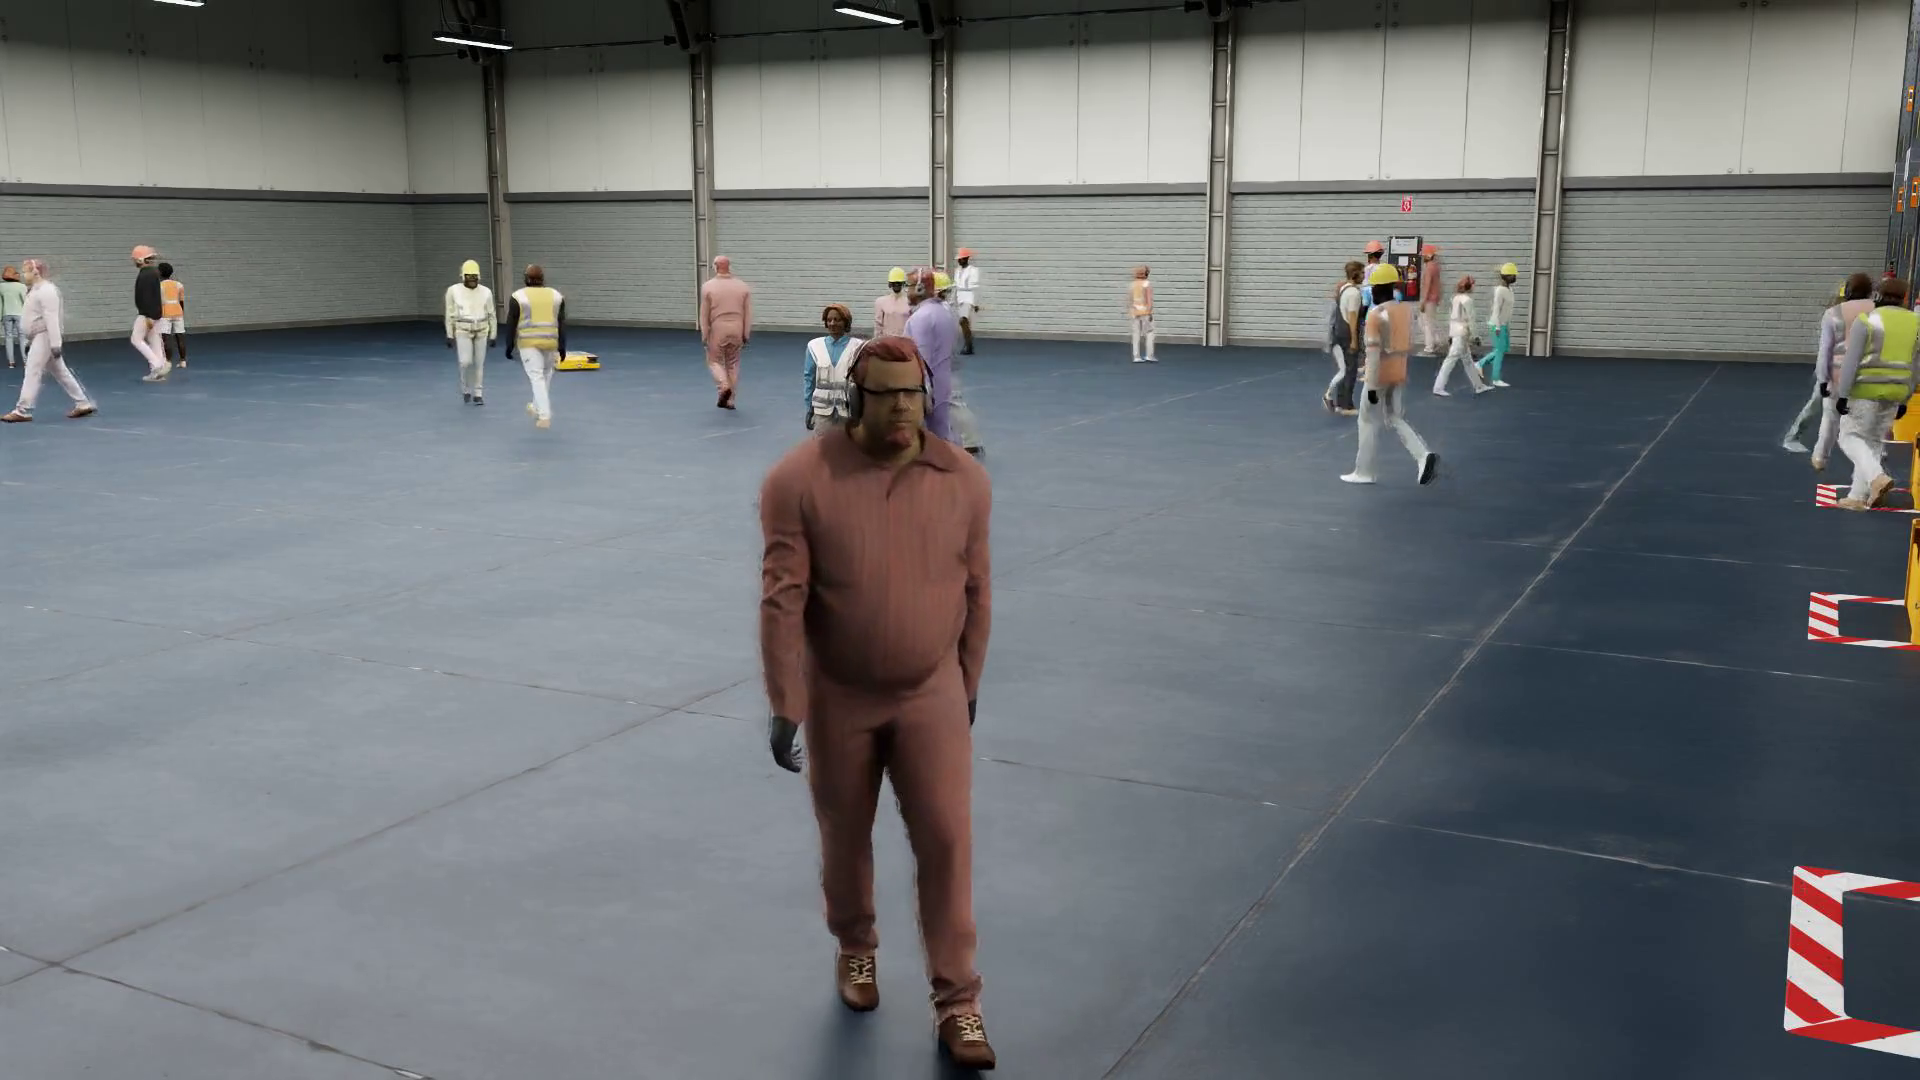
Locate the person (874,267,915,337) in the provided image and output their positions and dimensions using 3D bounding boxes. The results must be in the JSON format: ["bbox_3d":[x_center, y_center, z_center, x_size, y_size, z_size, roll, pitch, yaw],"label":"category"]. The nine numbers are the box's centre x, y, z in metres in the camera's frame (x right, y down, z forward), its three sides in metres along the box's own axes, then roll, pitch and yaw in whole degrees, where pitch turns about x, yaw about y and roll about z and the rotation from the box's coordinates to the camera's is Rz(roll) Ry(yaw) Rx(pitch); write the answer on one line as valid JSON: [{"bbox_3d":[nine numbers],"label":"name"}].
[{"bbox_3d":[-0.723,-2.235,19.076,0.531,1.766,0.327,1,10,5],"label":"person"}]

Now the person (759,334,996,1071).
[{"bbox_3d":[-0.187,0.420,4.319,0.651,1.871,0.916,-2,11,-12],"label":"person"}]

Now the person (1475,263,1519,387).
[{"bbox_3d":[7.604,-3.045,23.543,0.559,1.754,0.532,8,13,37],"label":"person"}]

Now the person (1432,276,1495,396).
[{"bbox_3d":[6.693,-2.693,22.038,0.888,1.583,0.529,0,10,-2],"label":"person"}]

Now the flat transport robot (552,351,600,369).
[{"bbox_3d":[-6.301,-2.906,26.809,0.652,0.197,1.431,-5,11,-25],"label":"flat transport robot"}]

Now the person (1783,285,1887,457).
[{"bbox_3d":[8.509,-1.657,16.142,0.897,1.696,0.481,10,14,43],"label":"person"}]

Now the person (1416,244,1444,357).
[{"bbox_3d":[8.216,-4.201,29.212,0.426,1.973,0.641,5,12,26],"label":"person"}]

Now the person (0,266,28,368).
[{"bbox_3d":[-15.247,-3.589,26.813,0.501,1.633,0.283,-1,10,-5],"label":"person"}]

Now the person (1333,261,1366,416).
[{"bbox_3d":[4.628,-2.378,19.709,0.403,1.836,0.542,-1,10,-6],"label":"person"}]

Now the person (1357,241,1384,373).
[{"bbox_3d":[6.373,-3.601,25.761,0.616,2.041,0.379,-9,13,-39],"label":"person"}]

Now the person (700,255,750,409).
[{"bbox_3d":[-2.853,-2.515,20.275,0.653,1.890,0.513,-6,12,-28],"label":"person"}]

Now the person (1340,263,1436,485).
[{"bbox_3d":[3.655,-1.393,14.116,0.596,1.903,0.779,-8,13,-36],"label":"person"}]

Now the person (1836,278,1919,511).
[{"bbox_3d":[7.068,-1.084,12.707,0.672,1.805,0.628,-1,10,-7],"label":"person"}]

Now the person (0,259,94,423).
[{"bbox_3d":[-10.586,-2.296,19.181,1.010,1.858,0.664,-8,13,-36],"label":"person"}]

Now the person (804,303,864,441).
[{"bbox_3d":[-0.902,-0.927,12.287,0.510,1.638,0.308,1,10,7],"label":"person"}]

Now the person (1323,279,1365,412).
[{"bbox_3d":[4.606,-2.308,19.855,0.511,1.616,0.331,-8,13,-37],"label":"person"}]

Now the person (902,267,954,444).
[{"bbox_3d":[-0.389,-1.143,12.802,0.856,1.876,0.667,3,11,18],"label":"person"}]

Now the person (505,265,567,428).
[{"bbox_3d":[-4.785,-2.174,18.647,0.642,1.787,0.987,-8,13,-37],"label":"person"}]

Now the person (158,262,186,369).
[{"bbox_3d":[-12.610,-3.569,26.526,0.318,1.699,0.535,6,12,31],"label":"person"}]

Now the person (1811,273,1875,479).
[{"bbox_3d":[7.888,-1.443,14.684,0.646,1.792,0.960,3,11,17],"label":"person"}]

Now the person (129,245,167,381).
[{"bbox_3d":[-11.861,-3.294,24.261,0.436,1.978,0.621,-1,10,-3],"label":"person"}]

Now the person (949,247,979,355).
[{"bbox_3d":[0.040,-4.237,29.594,0.588,1.916,0.548,-7,13,-35],"label":"person"}]

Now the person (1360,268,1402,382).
[{"bbox_3d":[6.080,-3.095,24.041,0.621,1.664,0.317,5,12,26],"label":"person"}]

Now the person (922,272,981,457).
[{"bbox_3d":[-0.228,-1.651,15.842,0.934,1.787,0.585,0,10,0],"label":"person"}]

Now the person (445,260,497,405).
[{"bbox_3d":[-6.103,-2.586,20.834,0.623,1.816,0.459,-7,12,-32],"label":"person"}]

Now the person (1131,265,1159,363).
[{"bbox_3d":[3.105,-3.772,27.796,0.519,1.622,0.547,-8,13,-36],"label":"person"}]
